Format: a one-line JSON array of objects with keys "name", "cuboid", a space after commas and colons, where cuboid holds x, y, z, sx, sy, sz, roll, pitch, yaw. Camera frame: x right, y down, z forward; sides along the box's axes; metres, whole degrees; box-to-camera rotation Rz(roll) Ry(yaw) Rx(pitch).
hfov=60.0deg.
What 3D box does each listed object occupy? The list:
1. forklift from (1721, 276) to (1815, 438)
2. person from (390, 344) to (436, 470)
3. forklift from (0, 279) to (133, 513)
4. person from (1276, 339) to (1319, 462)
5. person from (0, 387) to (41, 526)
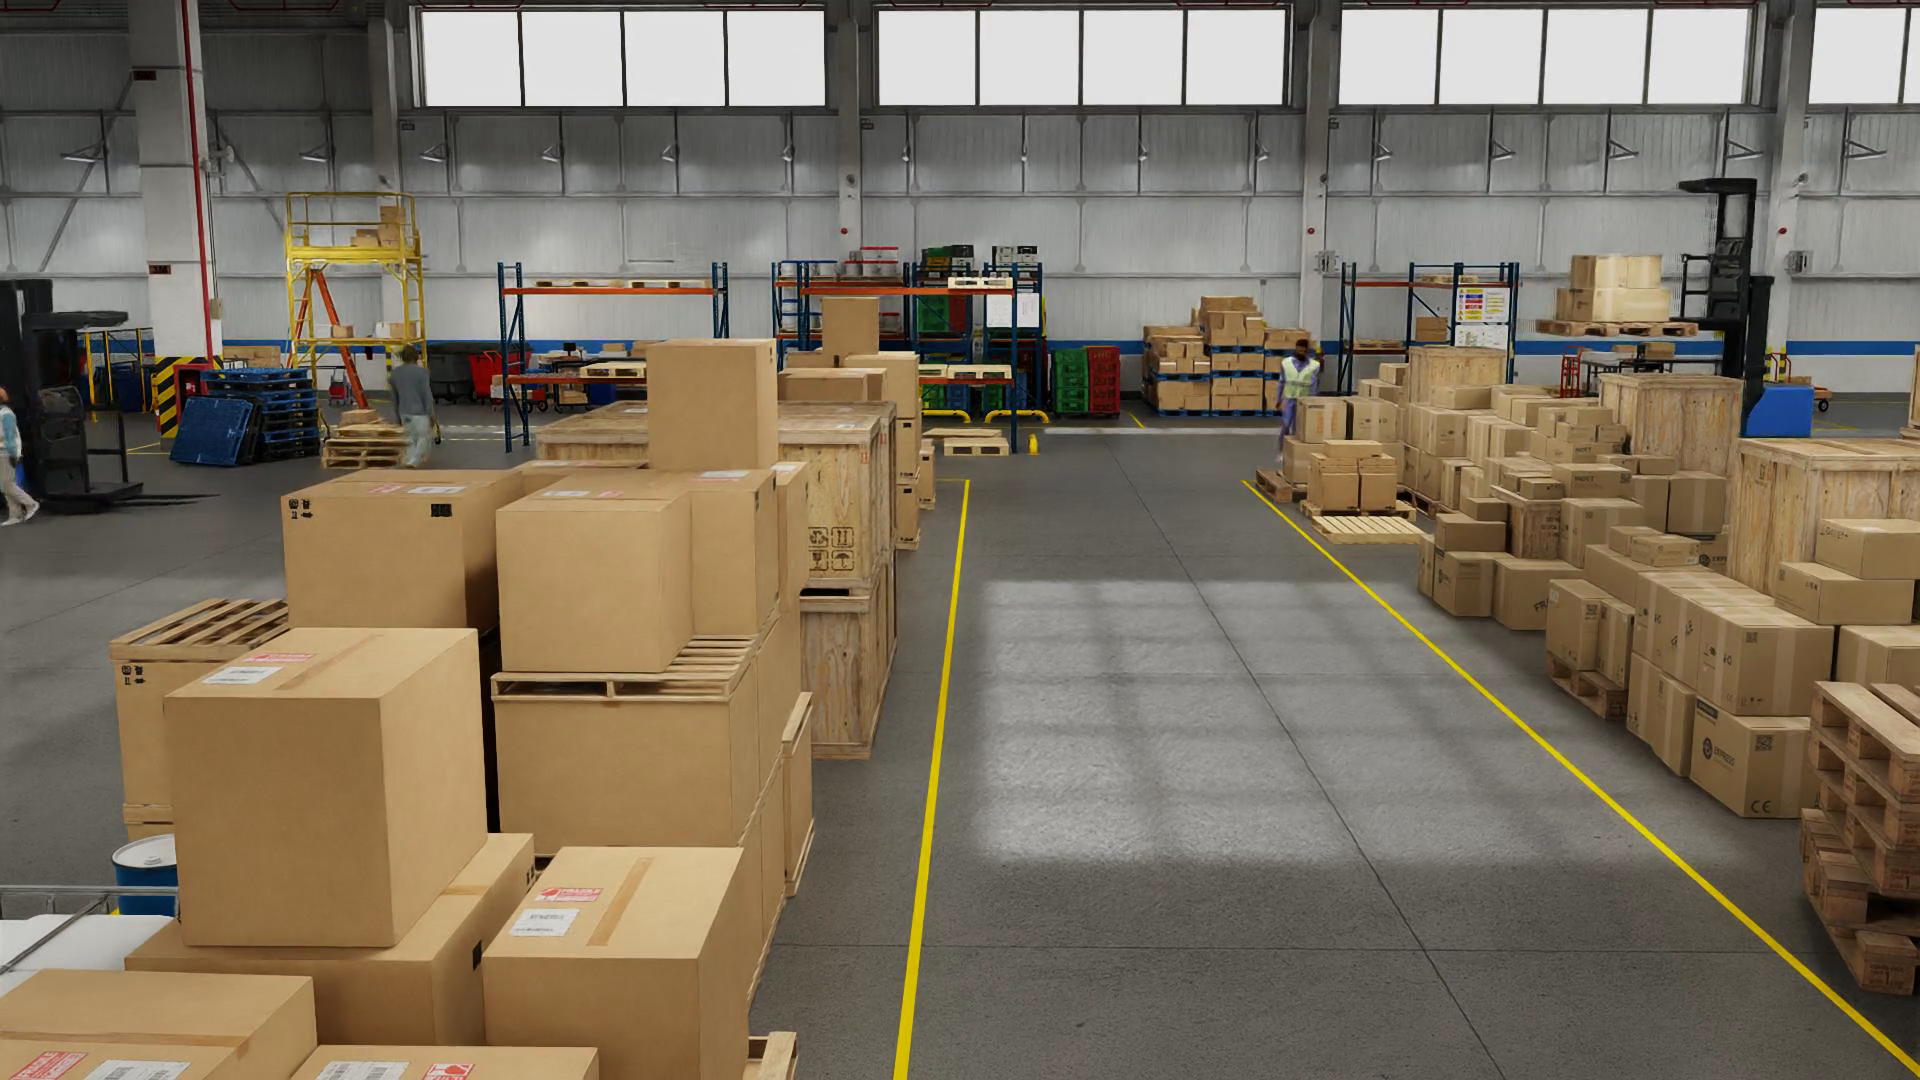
[{"name": "forklift", "cuboid": [12.463, -2.799, 26.399, 1.873, 2.768, 1.129, 0, 9, 1]}, {"name": "person", "cuboid": [-7.468, -1.711, 22.716, 0.654, 1.929, 0.460, 4, 10, 21]}, {"name": "forklift", "cuboid": [-11.343, -1.774, 20.260, 1.873, 2.768, 1.129, 0, 9, -2]}, {"name": "person", "cuboid": [5.121, -2.112, 25.291, 0.636, 1.885, 0.570, 2, 10, 12]}, {"name": "person", "cuboid": [-10.991, -0.964, 19.193, 0.397, 1.623, 0.523, -9, 13, -43]}]
